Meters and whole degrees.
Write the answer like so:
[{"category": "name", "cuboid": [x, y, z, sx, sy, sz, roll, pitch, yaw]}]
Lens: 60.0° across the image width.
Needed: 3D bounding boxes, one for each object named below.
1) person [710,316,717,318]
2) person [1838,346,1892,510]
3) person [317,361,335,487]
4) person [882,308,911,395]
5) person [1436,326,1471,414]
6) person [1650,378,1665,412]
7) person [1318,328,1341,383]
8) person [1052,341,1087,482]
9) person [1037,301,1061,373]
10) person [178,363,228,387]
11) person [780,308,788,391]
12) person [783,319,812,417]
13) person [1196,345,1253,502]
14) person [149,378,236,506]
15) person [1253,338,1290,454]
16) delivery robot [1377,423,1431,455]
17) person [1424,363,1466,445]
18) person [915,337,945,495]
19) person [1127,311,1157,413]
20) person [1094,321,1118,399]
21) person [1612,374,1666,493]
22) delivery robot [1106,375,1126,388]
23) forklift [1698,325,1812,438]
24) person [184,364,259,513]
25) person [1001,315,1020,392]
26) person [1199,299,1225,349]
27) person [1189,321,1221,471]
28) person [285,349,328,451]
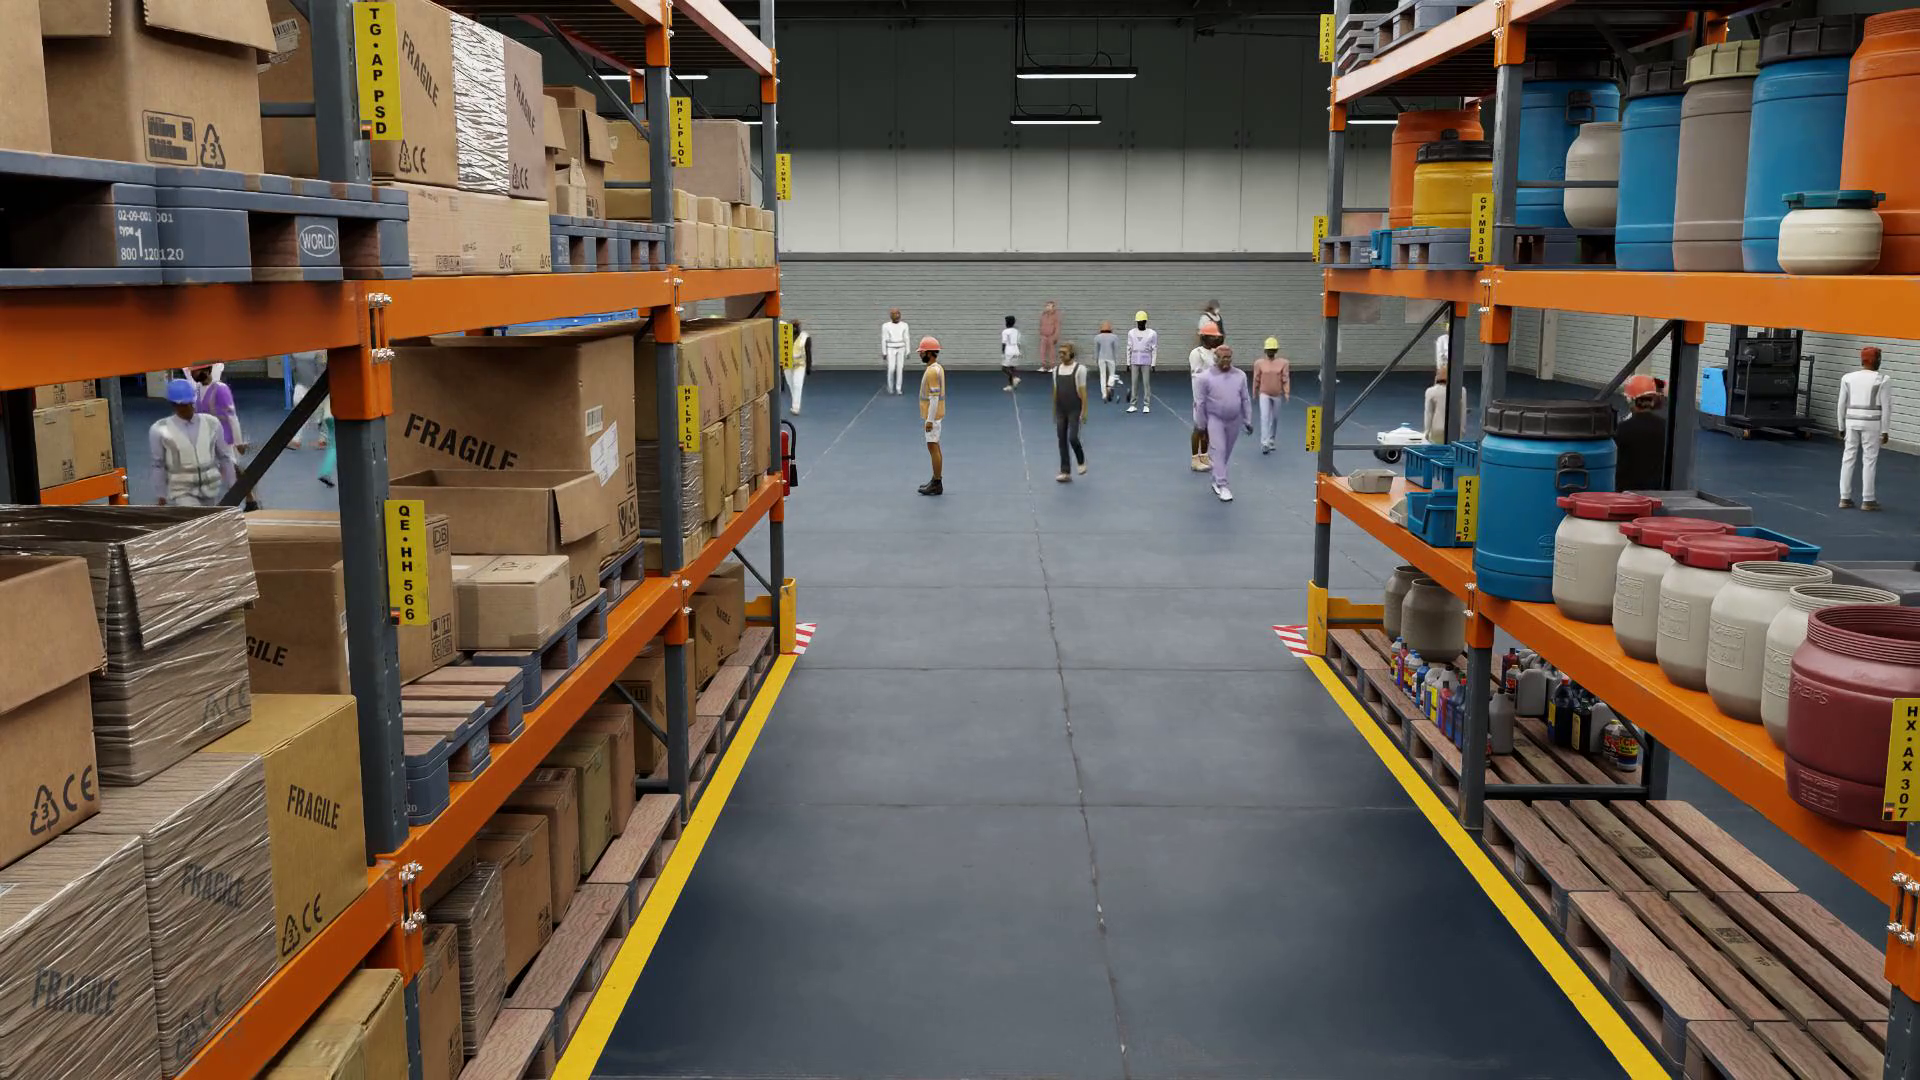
[{"category": "person", "cuboid": [-5.265, -3.964, 35.792, 0.529, 1.707, 0.948, -5, 11, -27]}, {"category": "person", "cuboid": [10.495, -1.301, 19.317, 0.354, 1.881, 0.576, -7, 12, -36]}, {"category": "person", "cuboid": [-8.046, -1.579, 21.429, 0.536, 1.721, 0.899, 3, 10, 19]}, {"category": "person", "cuboid": [-1.372, -4.060, 35.900, 0.586, 1.869, 0.446, -2, 10, -14]}, {"category": "person", "cuboid": [9.153, -3.195, 30.947, 0.614, 1.785, 0.917, -2, 10, -14]}, {"category": "person", "cuboid": [5.949, -0.496, 14.561, 0.436, 1.857, 0.553, 5, 11, 29]}, {"category": "person", "cuboid": [8.780, -4.523, 39.445, 0.774, 1.604, 0.510, -6, 11, -33]}, {"category": "person", "cuboid": [1.433, -1.684, 21.738, 0.535, 1.834, 0.469, 6, 11, 33]}, {"category": "person", "cuboid": [2.281, -5.237, 42.960, 0.675, 1.857, 0.880, 6, 11, 30]}, {"category": "person", "cuboid": [-9.820, -1.708, 21.731, 0.882, 1.881, 0.627, 9, 13, 43]}, {"category": "person", "cuboid": [-4.028, -4.189, 36.564, 0.555, 1.887, 0.975, -1, 10, -7]}, {"category": "person", "cuboid": [-3.119, -3.202, 30.946, 0.642, 1.791, 0.942, 2, 10, 13]}, {"category": "person", "cuboid": [3.201, -1.443, 20.234, 0.636, 1.867, 0.985, -3, 10, -16]}, {"category": "person", "cuboid": [-6.565, -0.451, 14.196, 0.655, 1.901, 0.936, -9, 13, -43]}, {"category": "person", "cuboid": [4.700, -2.196, 25.161, 0.531, 1.727, 0.877, 1, 10, 4]}, {"category": "delivery robot", "cuboid": [6.392, -1.437, 23.941, 0.707, 0.478, 0.477, 0, 10, -2]}, {"category": "person", "cuboid": [5.977, -1.371, 20.520, 0.503, 1.610, 0.631, 3, 10, 18]}, {"category": "person", "cuboid": [-0.371, -1.543, 20.594, 0.361, 1.935, 0.553, 1, 10, 4]}, {"category": "person", "cuboid": [3.451, -3.390, 31.689, 0.585, 1.928, 0.368, 4, 10, 22]}, {"category": "person", "cuboid": [3.070, -3.775, 34.868, 0.511, 1.618, 0.406, 2, 10, 11]}, {"category": "person", "cuboid": [5.412, -0.329, 13.204, 0.626, 1.978, 0.741, -1, 10, -5]}, {"category": "delivery robot", "cuboid": [3.212, -3.258, 34.074, 0.335, 0.223, 0.698, 4, 10, 22]}, {"category": "forklift", "cuboid": [13.248, -3.165, 27.620, 1.129, 2.768, 1.873, 0, 9, 1]}, {"category": "person", "cuboid": [-8.156, -1.105, 18.154, 0.540, 1.865, 1.039, 9, 13, 42]}, {"category": "person", "cuboid": [1.163, -4.122, 36.798, 0.498, 1.687, 0.540, 9, 13, 43]}, {"category": "person", "cuboid": [5.881, -4.673, 39.165, 0.750, 2.000, 0.686, 9, 13, 43]}, {"category": "person", "cuboid": [3.401, -1.983, 22.911, 0.368, 2.046, 0.608, 7, 12, 38]}, {"category": "person", "cuboid": [-9.922, -2.290, 25.176, 0.661, 1.897, 0.957, 2, 10, 14]}]
